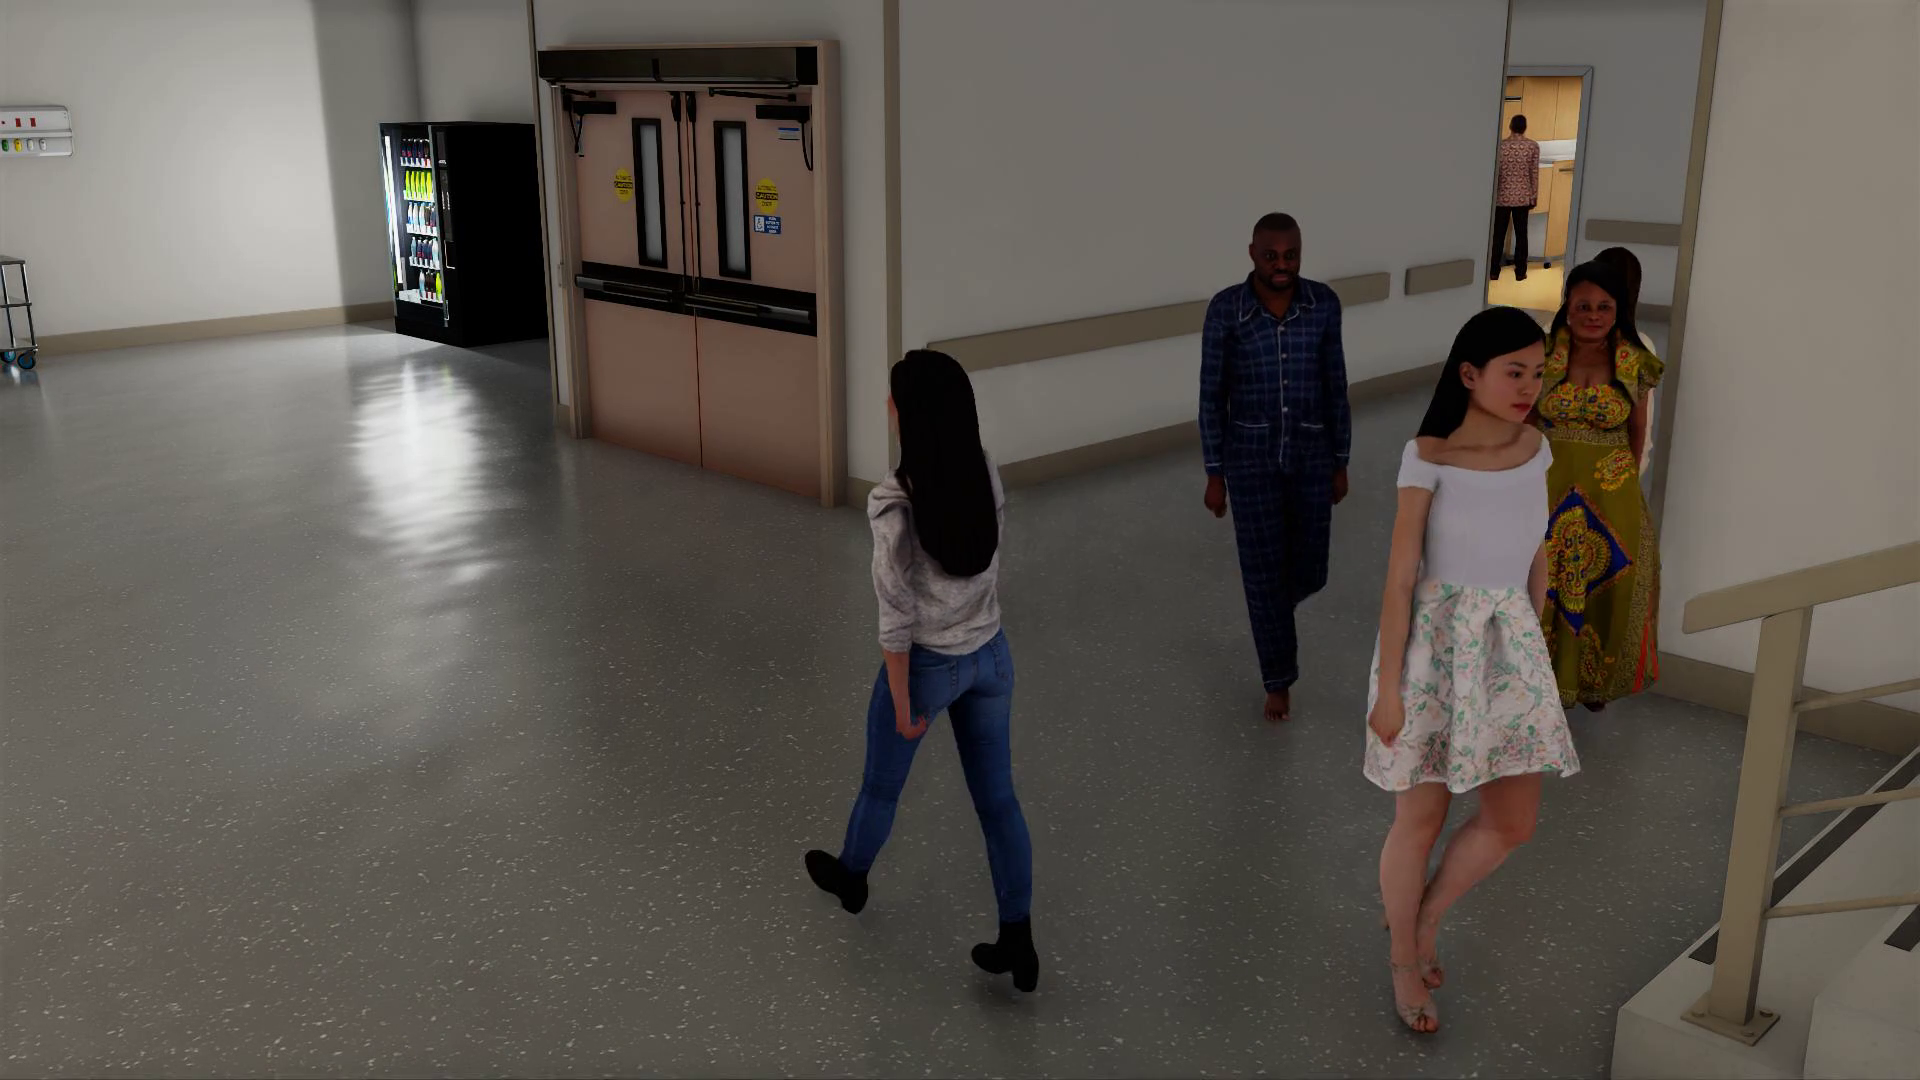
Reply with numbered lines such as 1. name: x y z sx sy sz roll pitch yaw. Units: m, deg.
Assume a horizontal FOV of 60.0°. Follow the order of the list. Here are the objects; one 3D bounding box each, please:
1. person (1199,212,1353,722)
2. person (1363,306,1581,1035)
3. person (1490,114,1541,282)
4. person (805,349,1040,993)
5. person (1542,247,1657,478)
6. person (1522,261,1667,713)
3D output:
1. person: 1.129 -0.276 5.993 0.962 1.801 1.020 -1 16 -2
2. person: 1.134 0.322 3.942 0.781 1.763 0.834 -4 16 -14
3. person: 6.163 -3.816 18.537 0.704 1.808 0.830 5 16 16
4. person: 0.029 0.365 4.117 0.662 1.585 1.030 -13 20 -38
5. person: 2.199 -0.197 5.978 0.724 1.658 0.808 6 17 20
6. person: 2.170 -0.177 5.931 0.905 1.644 1.008 4 16 13
